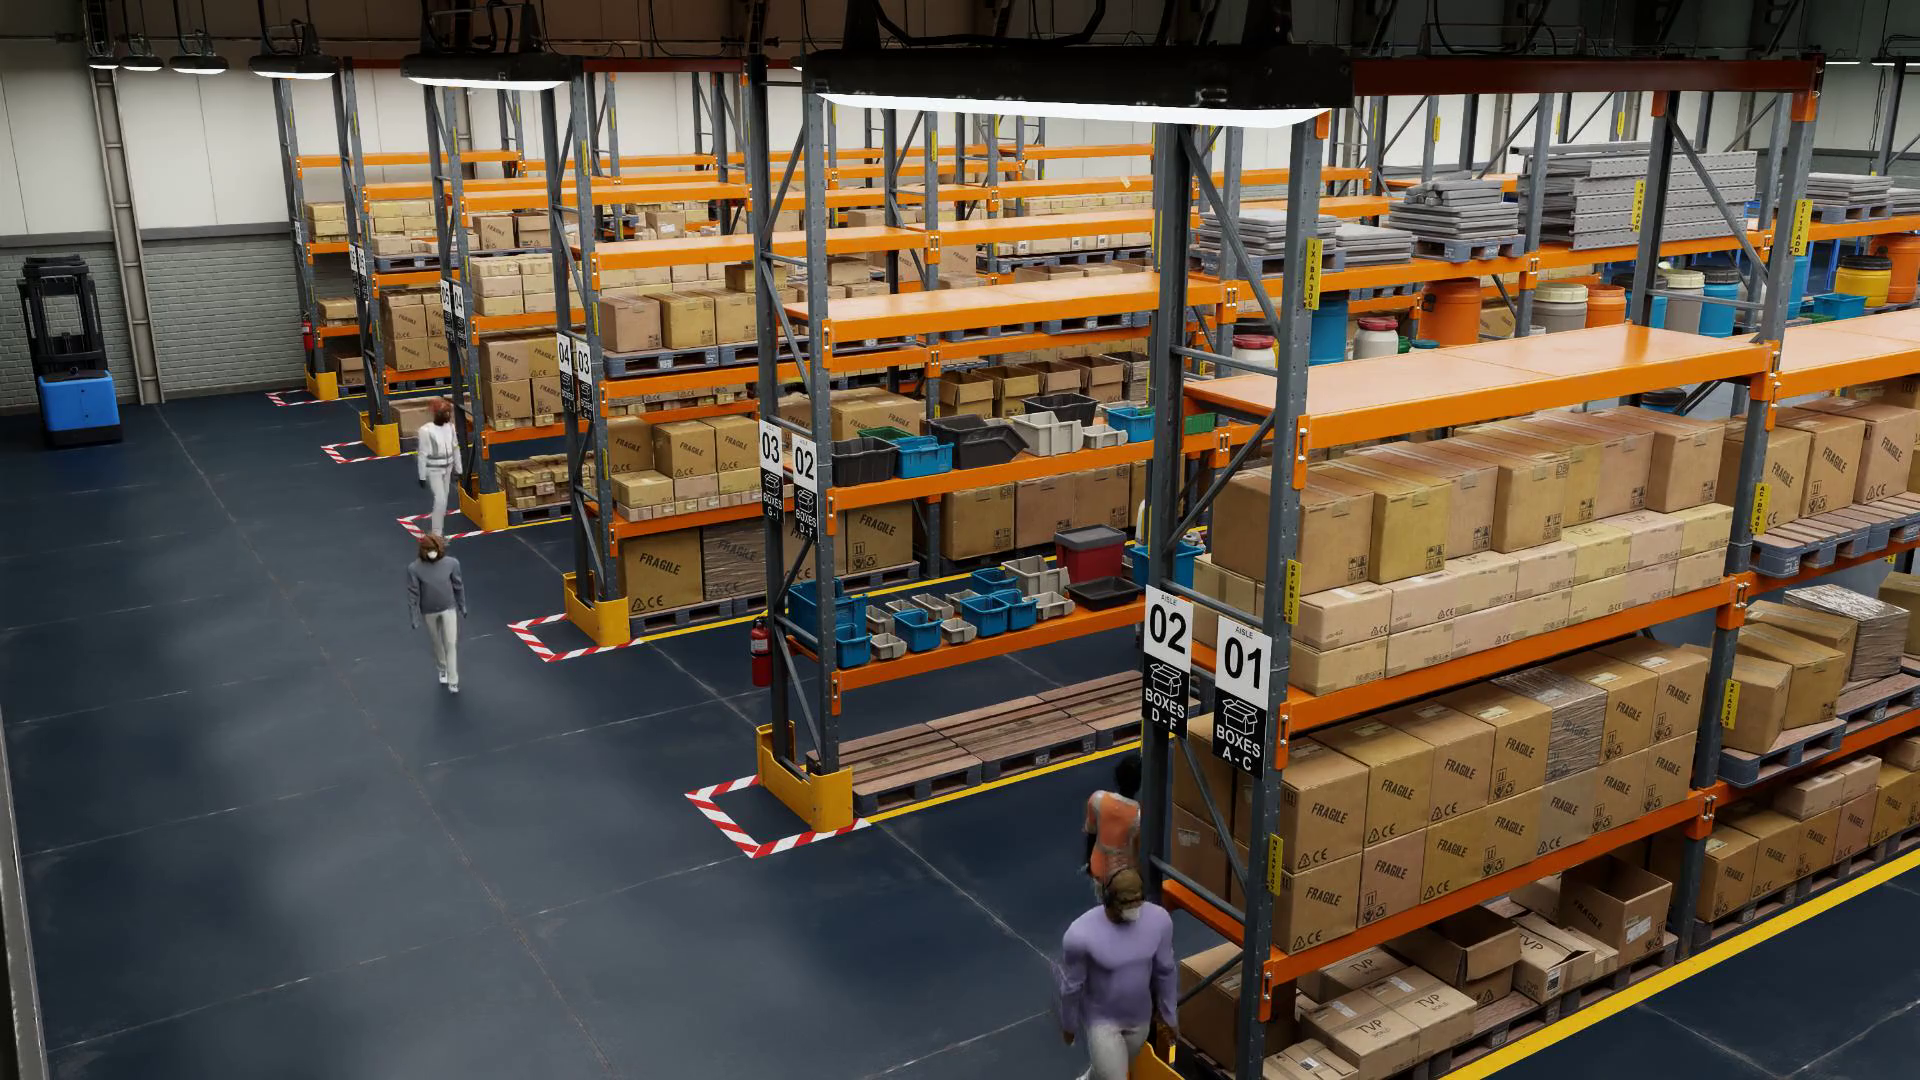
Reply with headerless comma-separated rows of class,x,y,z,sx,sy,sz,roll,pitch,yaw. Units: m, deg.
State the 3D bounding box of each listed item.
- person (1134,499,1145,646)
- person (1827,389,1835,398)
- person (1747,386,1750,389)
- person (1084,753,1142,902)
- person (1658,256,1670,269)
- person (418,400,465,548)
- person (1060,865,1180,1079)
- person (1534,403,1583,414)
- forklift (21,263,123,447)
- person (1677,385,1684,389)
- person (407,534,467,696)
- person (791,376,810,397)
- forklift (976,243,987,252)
person,2.009,0.225,16.394,0.402,1.938,0.602,-1,17,-3
person,12.262,-1.356,22.146,0.499,1.597,0.816,-8,19,-24
person,14.948,-3.714,29.362,0.409,1.909,0.642,-7,18,-21
person,1.070,2.189,10.379,0.551,1.678,0.365,13,21,36
person,15.818,-5.684,35.958,0.544,1.828,0.632,12,21,35
person,-6.555,-0.844,20.052,0.651,1.849,0.609,9,19,26
person,0.854,2.598,8.712,0.640,1.897,1.007,-7,18,-21
person,7.978,-1.289,21.391,0.680,1.920,0.642,-15,22,-40
forklift,-14.518,-3.079,25.708,1.129,2.768,1.873,-10,20,-31
person,12.102,-2.962,26.744,0.624,1.992,0.390,16,23,42
person,-5.077,0.720,15.340,0.524,1.586,0.854,-5,18,-16
person,-2.140,-1.419,21.814,0.416,1.915,0.608,-7,18,-20
forklift,0.988,-5.474,34.718,1.214,2.155,2.313,-10,20,-31
